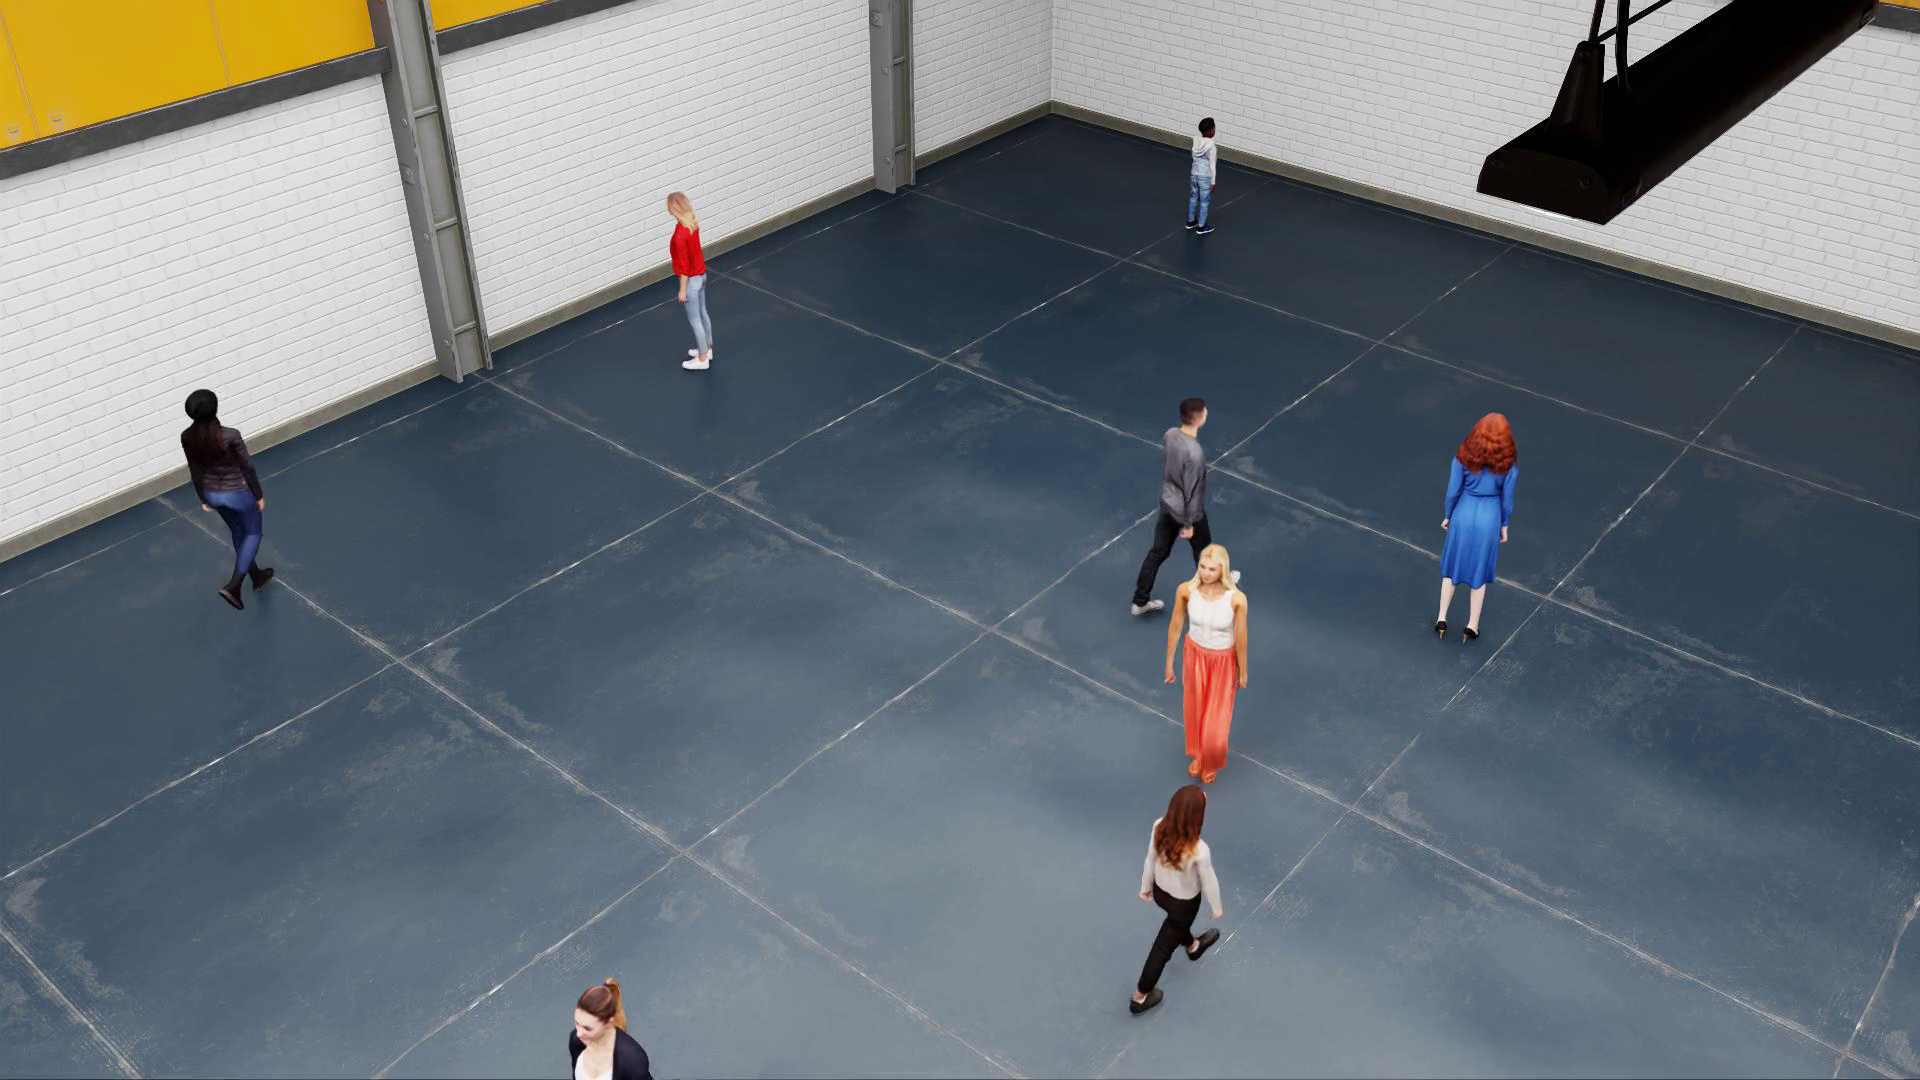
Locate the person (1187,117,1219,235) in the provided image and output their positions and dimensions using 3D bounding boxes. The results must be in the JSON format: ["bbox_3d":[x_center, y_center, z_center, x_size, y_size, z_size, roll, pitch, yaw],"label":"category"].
[{"bbox_3d":[2.615,-3.949,17.959,0.536,1.258,0.508,-23,40,-31],"label":"person"}]

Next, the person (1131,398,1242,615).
[{"bbox_3d":[1.516,-0.190,11.893,1.226,1.713,0.928,-17,37,-23],"label":"person"}]

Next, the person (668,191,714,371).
[{"bbox_3d":[-2.451,-2.370,15.179,0.746,1.706,0.626,5,34,7],"label":"person"}]

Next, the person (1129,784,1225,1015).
[{"bbox_3d":[1.112,1.960,8.904,1.005,1.442,0.670,-25,41,-33],"label":"person"}]

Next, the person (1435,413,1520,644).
[{"bbox_3d":[3.585,-0.070,11.609,0.673,1.828,0.655,15,36,21],"label":"person"}]

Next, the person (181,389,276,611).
[{"bbox_3d":[-5.297,-0.253,11.975,0.954,1.728,1.076,2,34,3],"label":"person"}]

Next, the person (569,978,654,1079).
[{"bbox_3d":[-1.499,2.638,7.712,0.787,1.633,1.169,16,37,23],"label":"person"}]

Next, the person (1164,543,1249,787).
[{"bbox_3d":[1.591,0.729,10.443,0.775,1.788,0.897,14,36,20],"label":"person"}]
